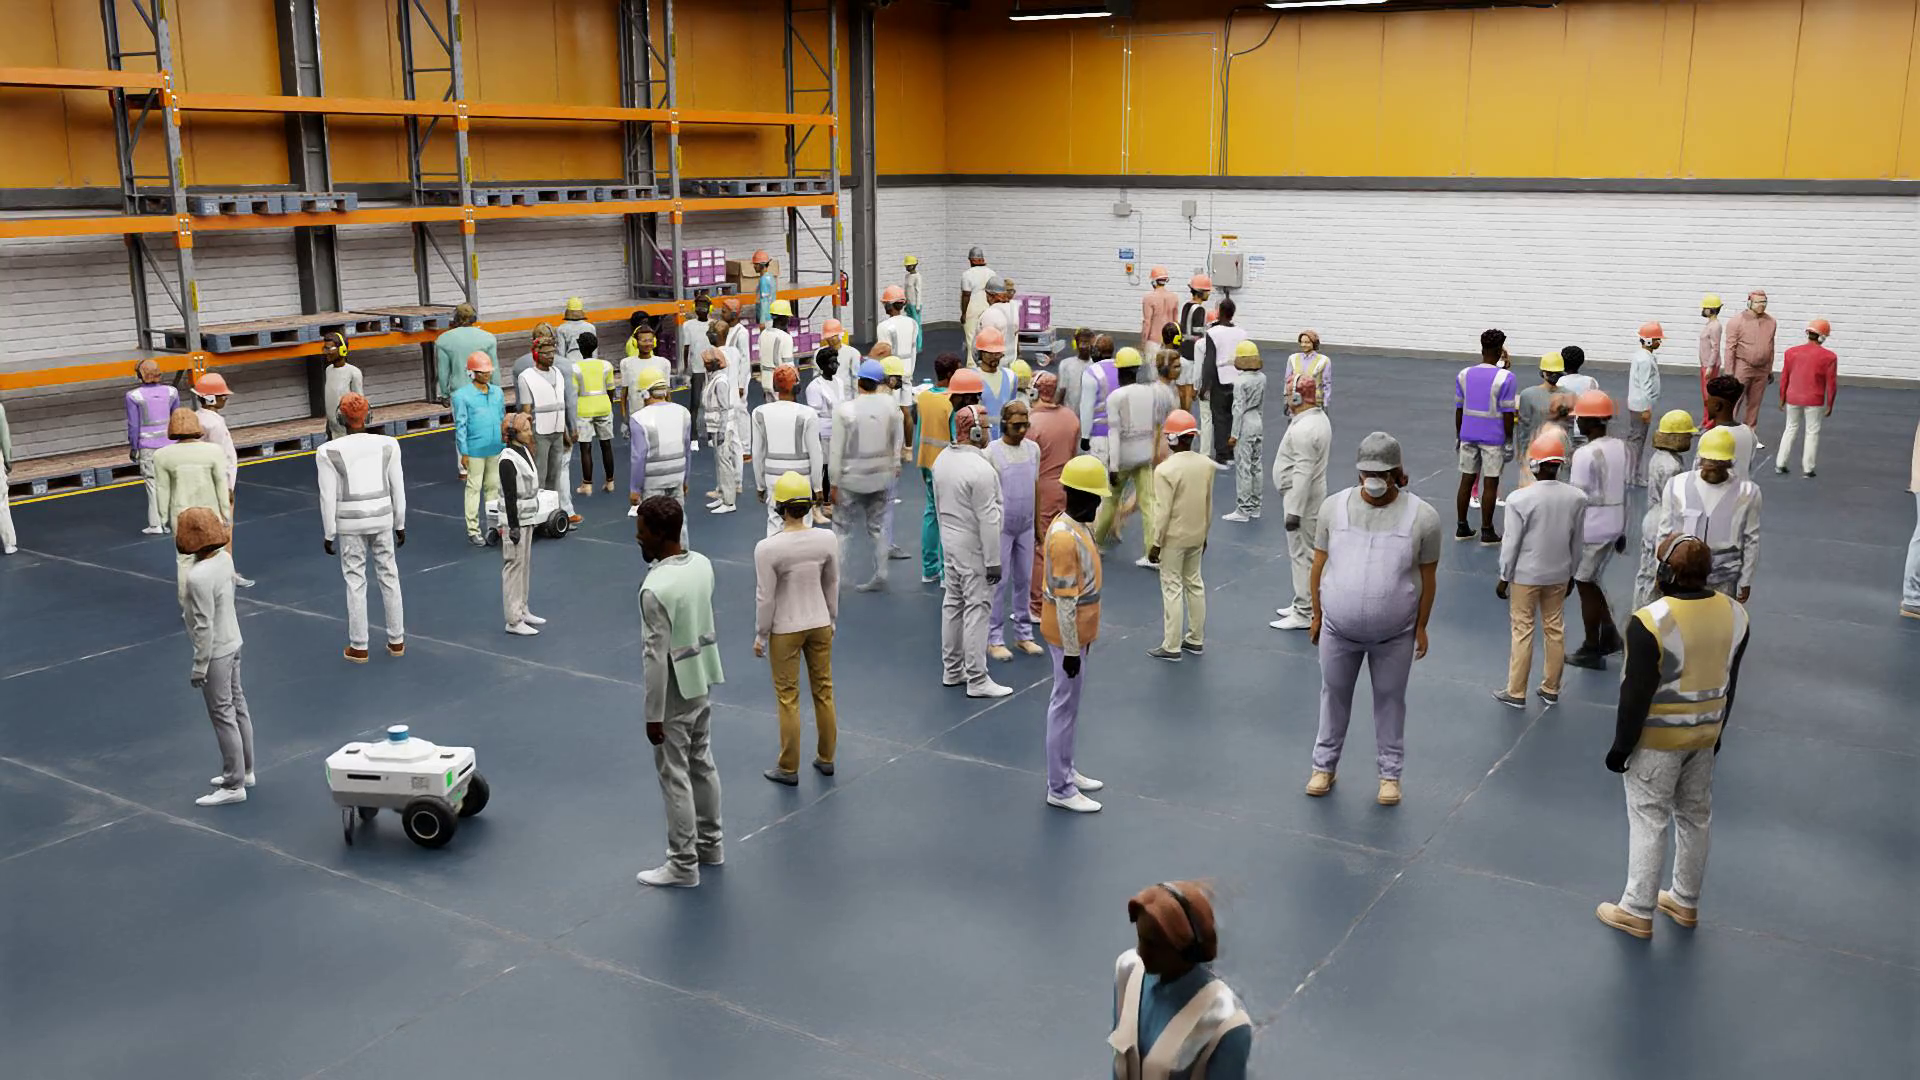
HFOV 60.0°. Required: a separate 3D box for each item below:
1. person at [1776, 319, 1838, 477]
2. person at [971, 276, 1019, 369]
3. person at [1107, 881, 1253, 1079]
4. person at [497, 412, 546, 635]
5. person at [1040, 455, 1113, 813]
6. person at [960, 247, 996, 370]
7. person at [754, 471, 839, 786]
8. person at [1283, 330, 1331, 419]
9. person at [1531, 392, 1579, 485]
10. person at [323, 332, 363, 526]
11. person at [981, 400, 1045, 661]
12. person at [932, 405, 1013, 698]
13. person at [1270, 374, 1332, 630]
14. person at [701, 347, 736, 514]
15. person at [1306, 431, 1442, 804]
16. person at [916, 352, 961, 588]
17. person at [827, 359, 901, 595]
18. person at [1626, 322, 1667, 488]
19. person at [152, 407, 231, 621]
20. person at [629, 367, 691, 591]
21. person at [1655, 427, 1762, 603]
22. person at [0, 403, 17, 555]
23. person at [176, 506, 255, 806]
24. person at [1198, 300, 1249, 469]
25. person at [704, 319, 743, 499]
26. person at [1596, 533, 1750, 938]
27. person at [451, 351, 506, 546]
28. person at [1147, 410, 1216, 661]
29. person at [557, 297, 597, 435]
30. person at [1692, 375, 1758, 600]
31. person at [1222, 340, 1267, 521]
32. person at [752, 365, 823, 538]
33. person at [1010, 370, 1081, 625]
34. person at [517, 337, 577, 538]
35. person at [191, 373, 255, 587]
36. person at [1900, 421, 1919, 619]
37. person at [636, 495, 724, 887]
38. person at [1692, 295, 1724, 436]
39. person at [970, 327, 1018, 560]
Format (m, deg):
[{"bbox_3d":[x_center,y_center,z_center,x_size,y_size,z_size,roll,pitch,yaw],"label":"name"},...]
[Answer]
[{"bbox_3d":[9.283,-1.550,18.210,0.574,1.740,0.354,13,18,43],"label":"person"},{"bbox_3d":[0.395,-2.224,20.452,0.538,2.000,0.684,8,15,30],"label":"person"},{"bbox_3d":[0.594,1.670,4.491,0.385,1.627,0.524,-9,16,-34],"label":"person"},{"bbox_3d":[-3.242,-0.127,12.238,0.311,1.638,0.523,-1,13,-2],"label":"person"},{"bbox_3d":[0.621,0.492,8.940,0.371,1.919,0.584,2,13,7],"label":"person"},{"bbox_3d":[0.243,-3.733,26.997,0.688,2.000,0.536,-10,16,-38],"label":"person"},{"bbox_3d":[-0.911,0.493,9.271,0.523,1.769,0.313,-9,16,-35],"label":"person"},{"bbox_3d":[3.738,-1.443,17.944,0.525,1.639,0.307,9,15,33],"label":"person"},{"bbox_3d":[4.782,-0.376,13.333,0.461,1.619,0.546,3,13,13],"label":"person"},{"bbox_3d":[-5.769,-1.011,15.564,0.518,1.873,0.328,8,15,32],"label":"person"},{"bbox_3d":[0.357,-0.067,11.561,0.514,1.835,0.359,-9,16,-33],"label":"person"},{"bbox_3d":[0.087,0.071,10.794,0.409,1.909,0.642,-8,15,-30],"label":"person"},{"bbox_3d":[2.513,-0.281,12.339,0.400,1.901,0.643,5,14,21],"label":"person"},{"bbox_3d":[-2.370,-1.080,16.368,0.310,1.640,0.523,-4,13,-15],"label":"person"},{"bbox_3d":[2.206,0.424,8.969,0.674,2.000,0.535,5,14,20],"label":"person"},{"bbox_3d":[-0.136,-0.568,13.544,0.375,1.915,0.599,-9,16,-35],"label":"person"},{"bbox_3d":[-0.769,-0.460,13.133,0.659,1.906,0.401,-8,15,-30],"label":"person"},{"bbox_3d":[7.274,-1.441,17.684,0.324,1.752,0.560,3,13,14],"label":"person"},{"bbox_3d":[-5.772,-0.187,12.538,0.506,1.628,0.278,-5,14,-21],"label":"person"},{"bbox_3d":[-2.417,-0.475,13.351,0.404,1.819,0.592,11,17,39],"label":"person"},{"bbox_3d":[4.681,0.189,10.463,0.593,1.824,0.403,7,15,27],"label":"person"},{"bbox_3d":[-8.542,-0.649,14.500,0.514,1.641,0.307,-10,16,-36],"label":"person"},{"bbox_3d":[-4.040,0.621,9.006,0.284,1.633,0.497,-2,13,-7],"label":"person"},{"bbox_3d":[2.995,-1.741,18.738,0.673,1.875,0.434,-9,16,-34],"label":"person"},{"bbox_3d":[-2.431,-1.336,17.027,0.343,1.847,0.507,6,14,24],"label":"person"},{"bbox_3d":[3.167,0.873,7.454,0.620,1.845,0.429,-5,14,-20],"label":"person"},{"bbox_3d":[-4.309,-0.837,15.064,0.326,1.752,0.559,8,15,31],"label":"person"},{"bbox_3d":[1.519,-0.037,11.593,0.573,1.749,0.339,-11,17,-40],"label":"person"},{"bbox_3d":[-4.792,-2.166,20.854,0.487,1.744,0.294,-5,14,-21],"label":"person"},{"bbox_3d":[5.358,-0.190,11.791,0.614,1.963,0.362,-10,16,-38],"label":"person"},{"bbox_3d":[2.748,-1.050,16.018,0.300,1.742,0.486,10,17,38],"label":"person"},{"bbox_3d":[-1.334,-0.431,13.022,0.572,1.883,0.356,4,14,16],"label":"person"},{"bbox_3d":[0.608,-0.320,12.486,0.406,1.911,0.637,12,17,41],"label":"person"},{"bbox_3d":[-3.839,-0.958,15.396,0.385,1.842,0.569,6,14,24],"label":"person"},{"bbox_3d":[-6.025,-0.484,13.534,0.333,1.749,0.574,-11,17,-39],"label":"person"},{"bbox_3d":[7.417,-0.395,12.617,0.381,1.994,0.622,8,15,32],"label":"person"},{"bbox_3d":[-1.343,0.724,7.964,0.389,1.910,0.590,4,14,16],"label":"person"},{"bbox_3d":[9.393,-2.191,20.911,0.329,1.767,0.528,4,14,17],"label":"person"},{"bbox_3d":[0.260,-0.805,14.289,0.615,2.041,0.376,-8,15,-32],"label":"person"}]
